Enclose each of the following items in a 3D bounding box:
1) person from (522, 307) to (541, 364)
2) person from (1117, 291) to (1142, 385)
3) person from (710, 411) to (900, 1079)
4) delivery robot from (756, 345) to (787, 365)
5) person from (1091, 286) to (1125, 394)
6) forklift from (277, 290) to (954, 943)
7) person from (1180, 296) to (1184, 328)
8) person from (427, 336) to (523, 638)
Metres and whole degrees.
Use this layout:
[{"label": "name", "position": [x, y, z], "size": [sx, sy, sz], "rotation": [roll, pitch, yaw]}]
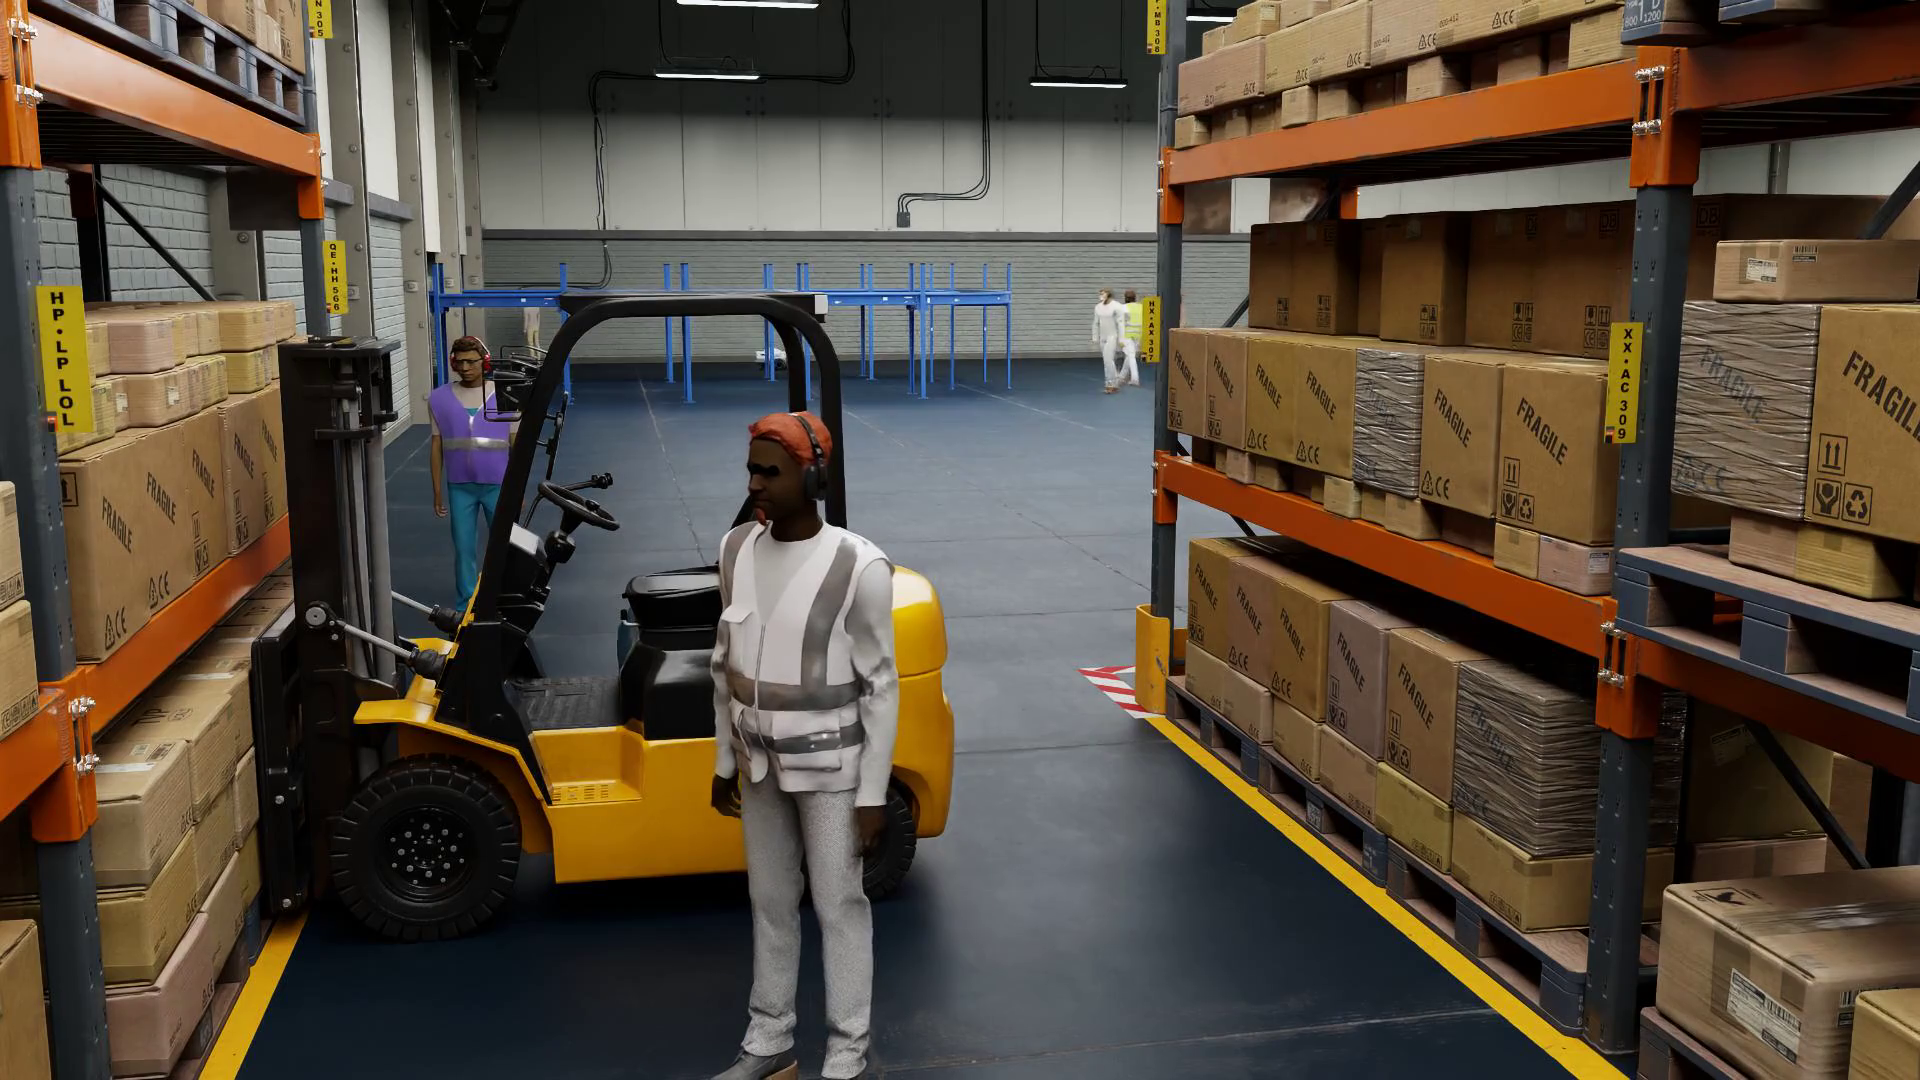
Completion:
[{"label": "person", "position": [-9.793, -4.791, 37.990], "size": [0.285, 1.633, 0.500], "rotation": [5, 11, 28]}, {"label": "person", "position": [3.225, -3.897, 32.051], "size": [0.650, 1.789, 0.944], "rotation": [-5, 11, -30]}, {"label": "person", "position": [-0.422, 0.604, 4.345], "size": [0.575, 1.883, 0.362], "rotation": [7, 11, 36]}, {"label": "delivery robot", "position": [-4.128, -4.060, 36.658], "size": [0.707, 0.478, 0.477], "rotation": [2, 10, 13]}, {"label": "person", "position": [2.579, -3.555, 29.609], "size": [0.754, 1.908, 0.626], "rotation": [-7, 12, -36]}, {"label": "forklift", "position": [-1.179, 0.175, 6.143], "size": [2.313, 2.155, 1.214], "rotation": [-2, 10, -12]}, {"label": "person", "position": [5.337, -5.164, 40.316], "size": [0.631, 1.623, 0.522], "rotation": [1, 9, 4]}, {"label": "person", "position": [-2.929, -0.320, 10.126], "size": [0.560, 1.836, 0.380], "rotation": [-1, 9, -7]}]
